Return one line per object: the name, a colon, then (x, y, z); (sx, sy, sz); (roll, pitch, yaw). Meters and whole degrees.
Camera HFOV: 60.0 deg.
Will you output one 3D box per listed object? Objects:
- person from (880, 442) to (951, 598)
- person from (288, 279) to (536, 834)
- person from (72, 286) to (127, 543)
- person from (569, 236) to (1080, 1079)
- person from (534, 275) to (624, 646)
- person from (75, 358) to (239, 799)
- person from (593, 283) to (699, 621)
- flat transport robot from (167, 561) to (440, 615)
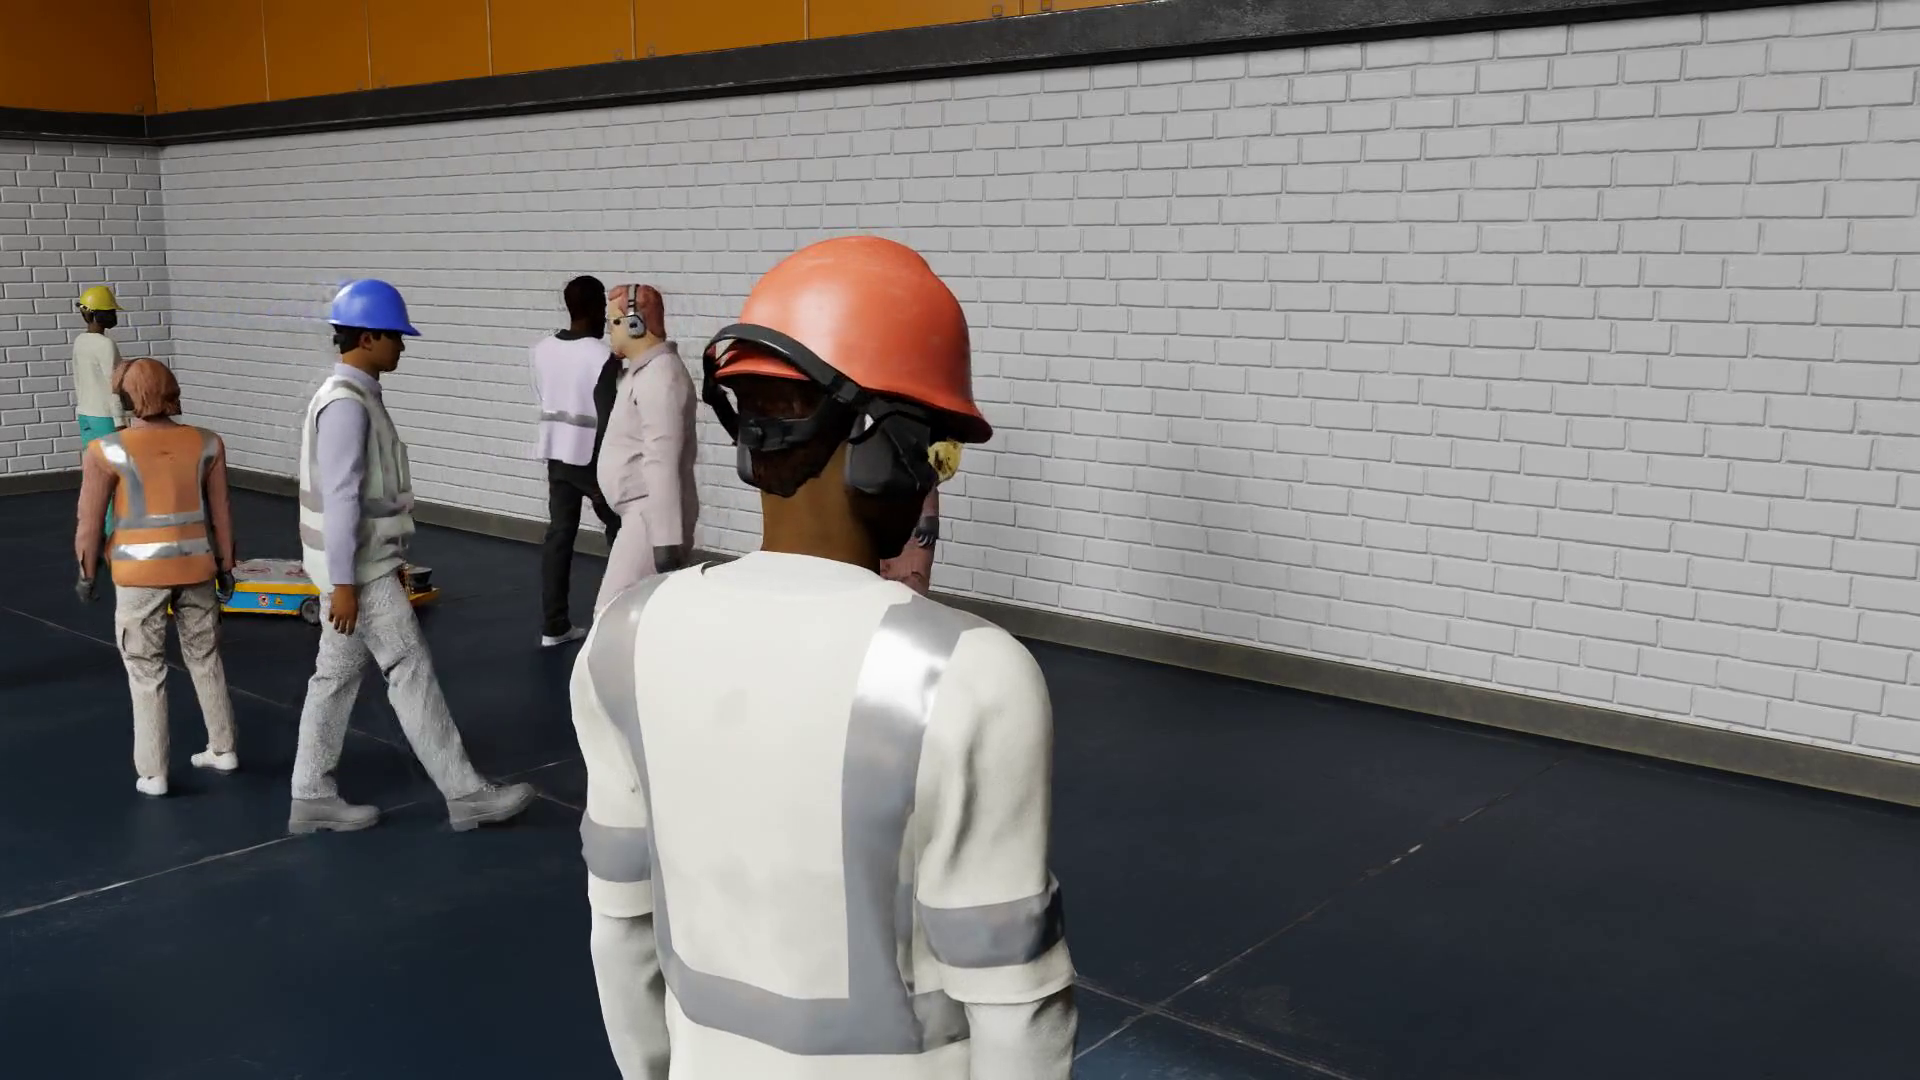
person: (-0.240, -0.177, 7.186); (0.409, 1.904, 0.639); (-5, 11, -25)
person: (-1.926, 0.074, 5.728); (0.929, 1.903, 0.626); (-3, 10, -18)
person: (-5.799, -0.830, 11.289); (0.526, 1.768, 0.331); (8, 13, 38)
person: (-0.126, 0.692, 1.866); (0.605, 2.033, 0.392); (6, 12, 32)
person: (-1.883, -0.421, 8.653); (0.602, 1.880, 0.861); (6, 12, 30)
person: (-2.954, 0.143, 6.145); (0.383, 1.632, 0.529); (8, 13, 38)
person: (-1.244, -0.068, 6.601); (0.446, 1.883, 0.658); (-1, 10, -8)
flat transport robot: (-3.722, 0.271, 9.274); (1.431, 0.197, 0.652); (2, 10, 11)
